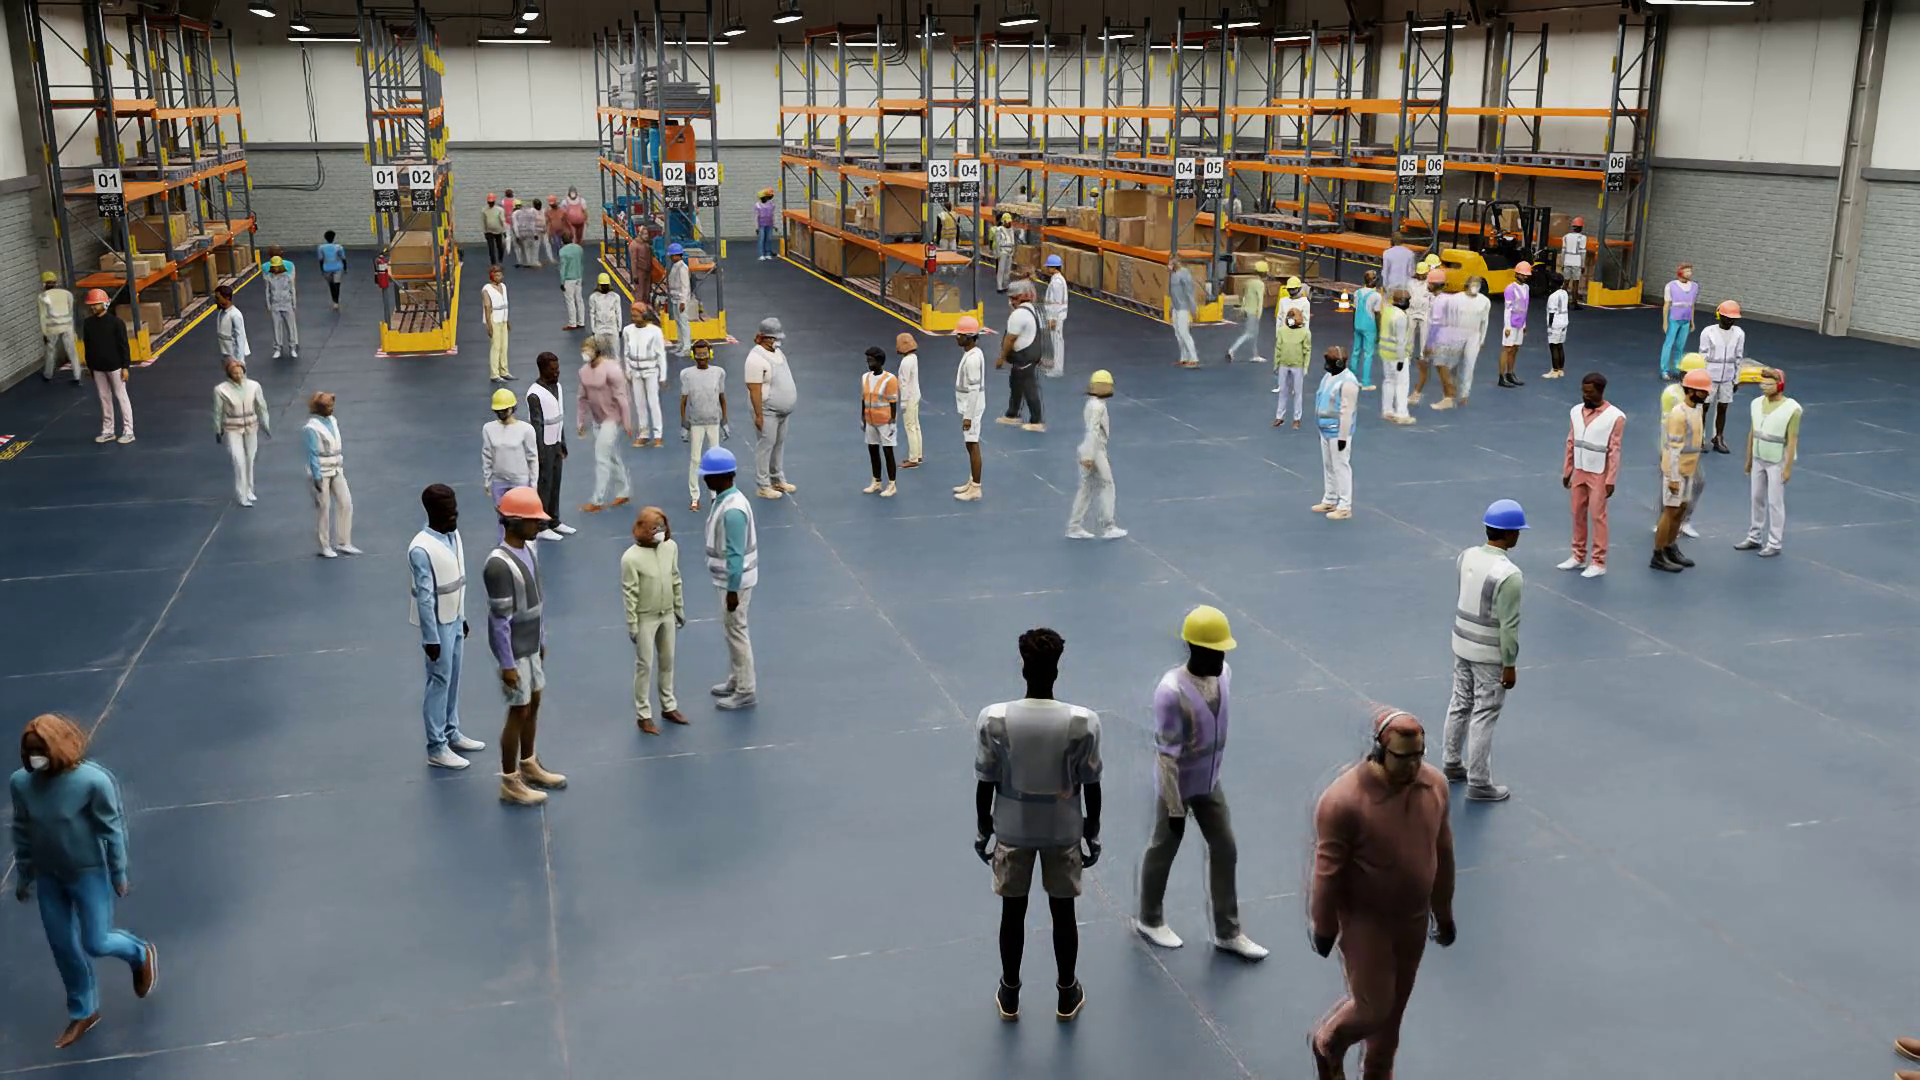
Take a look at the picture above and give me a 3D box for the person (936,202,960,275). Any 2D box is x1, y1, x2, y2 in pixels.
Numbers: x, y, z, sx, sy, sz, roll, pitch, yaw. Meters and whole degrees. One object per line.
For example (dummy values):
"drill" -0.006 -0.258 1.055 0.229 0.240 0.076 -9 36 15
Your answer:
"person" -0.313 -7.632 42.039 0.633 1.842 0.429 -6 16 -22

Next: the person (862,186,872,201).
"person" -2.707 -9.534 49.175 0.509 1.859 0.333 11 18 36

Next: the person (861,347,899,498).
"person" -0.903 -1.325 18.603 0.539 1.686 0.320 12 19 38

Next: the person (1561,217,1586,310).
"person" 12.929 -5.818 35.025 0.371 1.939 0.543 -11 18 -35

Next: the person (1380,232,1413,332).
"person" 8.212 -4.846 31.407 0.632 1.923 0.458 -3 15 -11

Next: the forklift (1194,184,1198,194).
"forklift" 7.392 -11.333 53.972 1.873 2.768 1.129 -4 15 -15

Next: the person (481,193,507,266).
"person" -12.201 -8.114 43.622 0.623 1.967 0.863 -2 15 -6

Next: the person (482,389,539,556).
"person" -4.193 -0.542 15.507 0.533 1.765 0.330 2 15 7

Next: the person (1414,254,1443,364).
"person" 7.869 -3.867 27.886 0.404 1.830 0.603 1 15 4

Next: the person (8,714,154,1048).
"person" -4.170 1.564 7.869 0.505 1.617 0.473 2 15 7

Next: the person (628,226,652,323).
"person" -6.317 -5.284 33.111 0.400 1.892 0.659 5 16 18

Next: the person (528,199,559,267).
"person" -10.973 -8.044 43.678 0.903 1.795 0.650 11 18 36

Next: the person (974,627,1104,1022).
"person" 0.374 1.365 7.943 0.617 1.962 0.361 1 15 4

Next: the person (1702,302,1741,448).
"person" 9.671 -2.102 21.174 0.531 1.870 0.318 -2 15 -6

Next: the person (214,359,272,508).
"person" -7.818 -1.172 18.181 0.518 1.605 0.757 -14 20 -43

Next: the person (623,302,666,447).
"person" -4.000 -2.098 21.182 0.609 1.873 0.378 6 16 22

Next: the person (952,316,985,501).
"person" 0.092 -1.450 18.390 0.375 2.044 0.605 0 15 0

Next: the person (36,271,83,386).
"person" -13.980 -3.268 25.752 0.973 1.776 0.581 11 19 37

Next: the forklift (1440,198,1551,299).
"forklift" 11.913 -6.508 37.130 2.313 2.155 1.214 -4 15 -15

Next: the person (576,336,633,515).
"person" -3.904 -1.228 17.817 0.648 1.903 0.872 14 20 42

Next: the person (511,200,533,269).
"person" -11.453 -7.967 43.393 0.667 1.787 0.611 9 17 30

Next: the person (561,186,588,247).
"person" -10.812 -8.972 46.698 0.684 2.000 1.005 -6 16 -21

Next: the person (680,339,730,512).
"person" -2.748 -1.242 17.940 0.538 1.869 0.312 -5 16 -19

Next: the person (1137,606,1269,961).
"person" 1.250 1.257 8.486 0.843 1.890 0.612 14 20 43

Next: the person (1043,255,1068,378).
"person" 1.517 -3.573 26.561 0.404 1.945 0.615 2 15 6

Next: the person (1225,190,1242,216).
"person" 7.490 -8.693 45.844 0.400 1.938 0.602 -9 18 -32

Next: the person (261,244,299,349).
"person" -12.056 -4.313 29.534 0.566 1.850 0.389 -9 17 -31

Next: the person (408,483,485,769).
"person" -3.457 0.556 11.082 0.370 1.916 0.597 1 15 3

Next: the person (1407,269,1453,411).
"person" 6.676 -2.850 23.721 0.926 2.003 0.635 5 16 18

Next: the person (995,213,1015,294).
"person" 1.044 -6.529 37.904 0.404 1.829 0.600 12 19 38

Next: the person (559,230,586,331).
"person" -7.434 -4.961 31.830 0.378 1.929 0.634 8 17 27

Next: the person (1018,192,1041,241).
"person" 2.161 -10.149 51.979 0.846 1.583 0.528 -2 15 -7

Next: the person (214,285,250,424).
"person" -9.858 -2.496 22.563 0.380 1.918 0.596 -14 20 -41

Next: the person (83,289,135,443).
"person" -11.003 -2.241 21.457 0.622 1.994 0.381 3 15 11

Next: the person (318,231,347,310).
"person" -13.240 -5.697 35.128 0.530 1.651 0.915 -1 15 -5

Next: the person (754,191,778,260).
"person" -5.370 -8.665 45.908 0.622 1.907 0.339 -5 16 -19

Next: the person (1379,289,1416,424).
"person" 6.001 -2.524 22.847 0.462 1.829 0.634 -2 15 -9

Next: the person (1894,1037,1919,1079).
"person" 4.460 1.563 7.359 0.355 1.882 0.576 9 17 30

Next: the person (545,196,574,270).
"person" -10.310 -7.896 42.862 0.686 1.932 0.889 -1 15 -5
